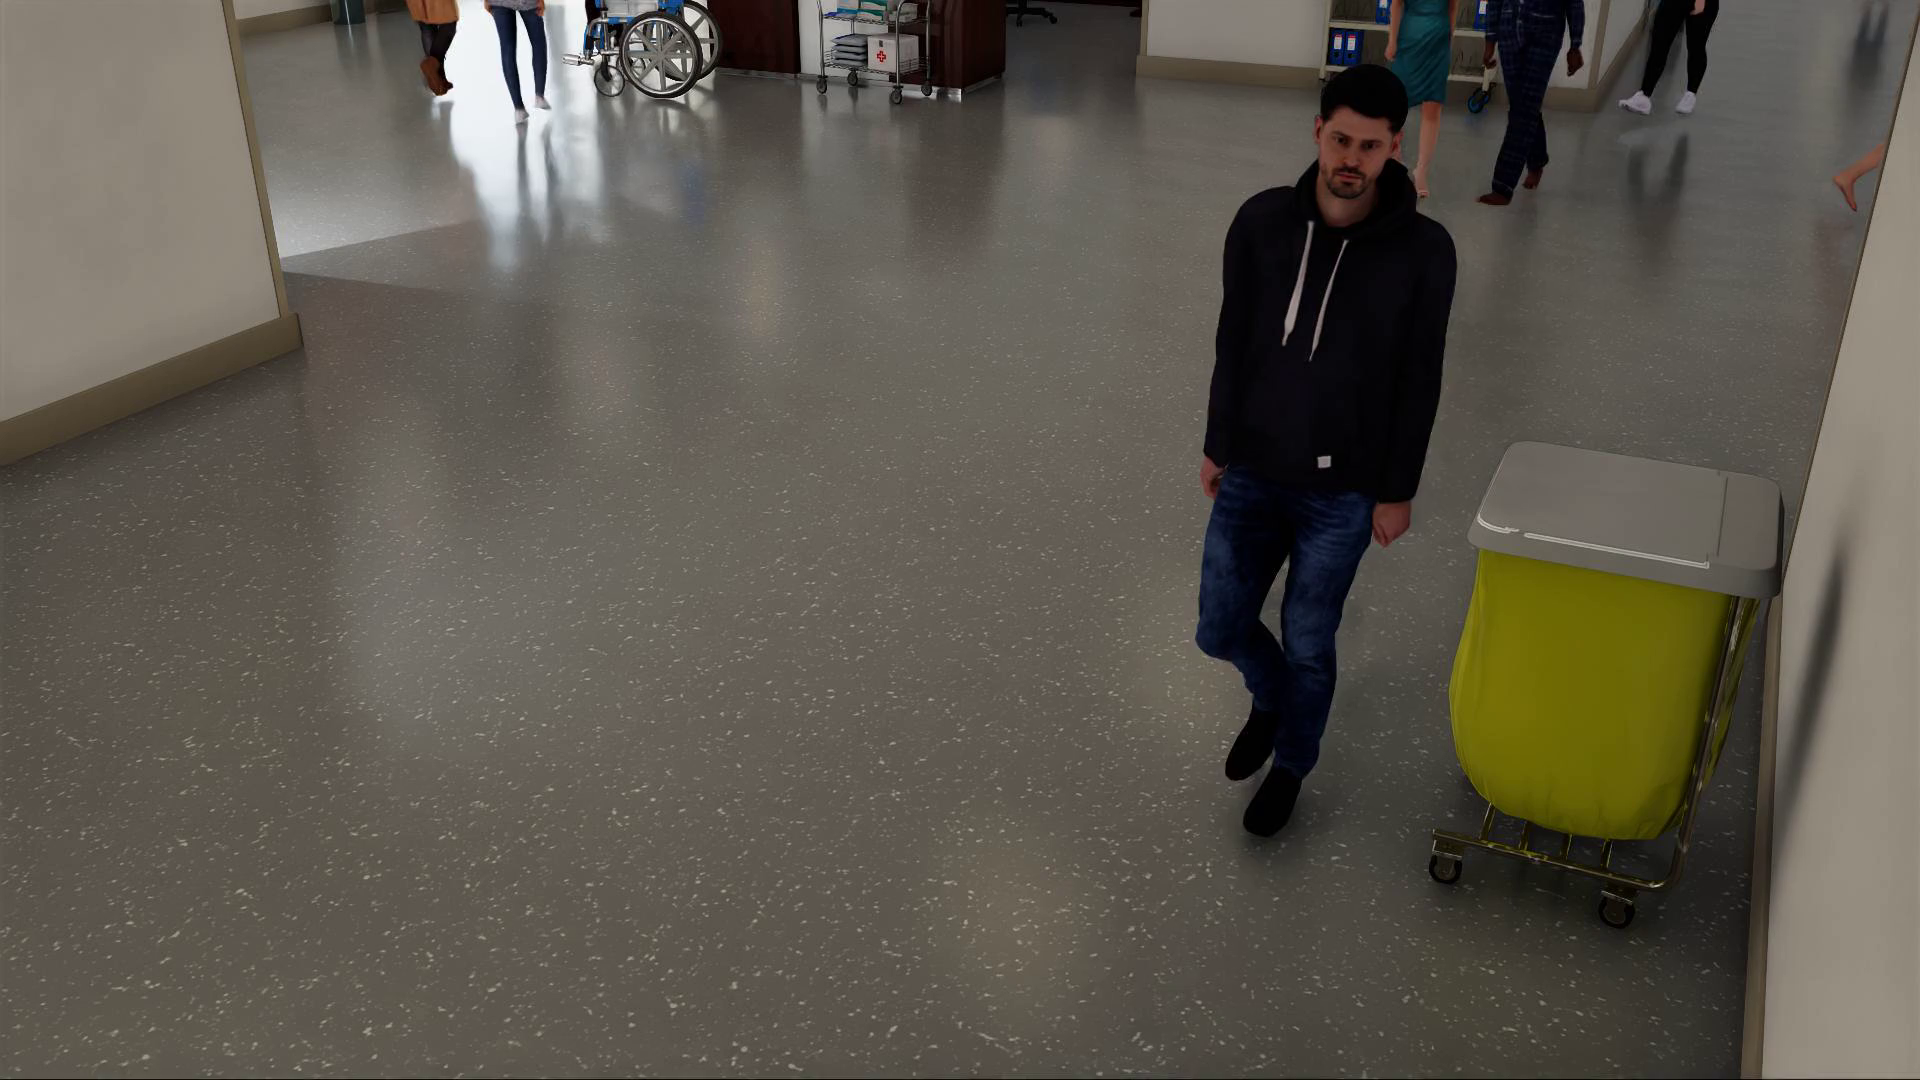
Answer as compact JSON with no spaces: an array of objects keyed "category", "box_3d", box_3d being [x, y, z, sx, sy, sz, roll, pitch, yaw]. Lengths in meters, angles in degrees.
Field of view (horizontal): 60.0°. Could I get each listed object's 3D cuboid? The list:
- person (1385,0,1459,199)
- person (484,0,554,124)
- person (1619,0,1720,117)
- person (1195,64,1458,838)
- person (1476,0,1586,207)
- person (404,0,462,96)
[{"category":"person","box_3d":[2.683,-2.886,9.768,0.931,1.656,0.847,1,26,3]},{"category":"person","box_3d":[-3.113,-3.756,11.499,0.705,1.721,0.790,-3,26,-7]},{"category":"person","box_3d":[5.188,-3.789,11.715,0.994,1.592,1.063,-19,32,-34]},{"category":"person","box_3d":[0.855,-0.185,3.919,0.642,1.872,0.776,15,29,28]},{"category":"person","box_3d":[3.301,-2.840,9.542,1.166,1.770,0.987,20,32,35]},{"category":"person","box_3d":[-3.918,-4.090,12.155,0.962,1.710,0.926,0,26,1]}]
